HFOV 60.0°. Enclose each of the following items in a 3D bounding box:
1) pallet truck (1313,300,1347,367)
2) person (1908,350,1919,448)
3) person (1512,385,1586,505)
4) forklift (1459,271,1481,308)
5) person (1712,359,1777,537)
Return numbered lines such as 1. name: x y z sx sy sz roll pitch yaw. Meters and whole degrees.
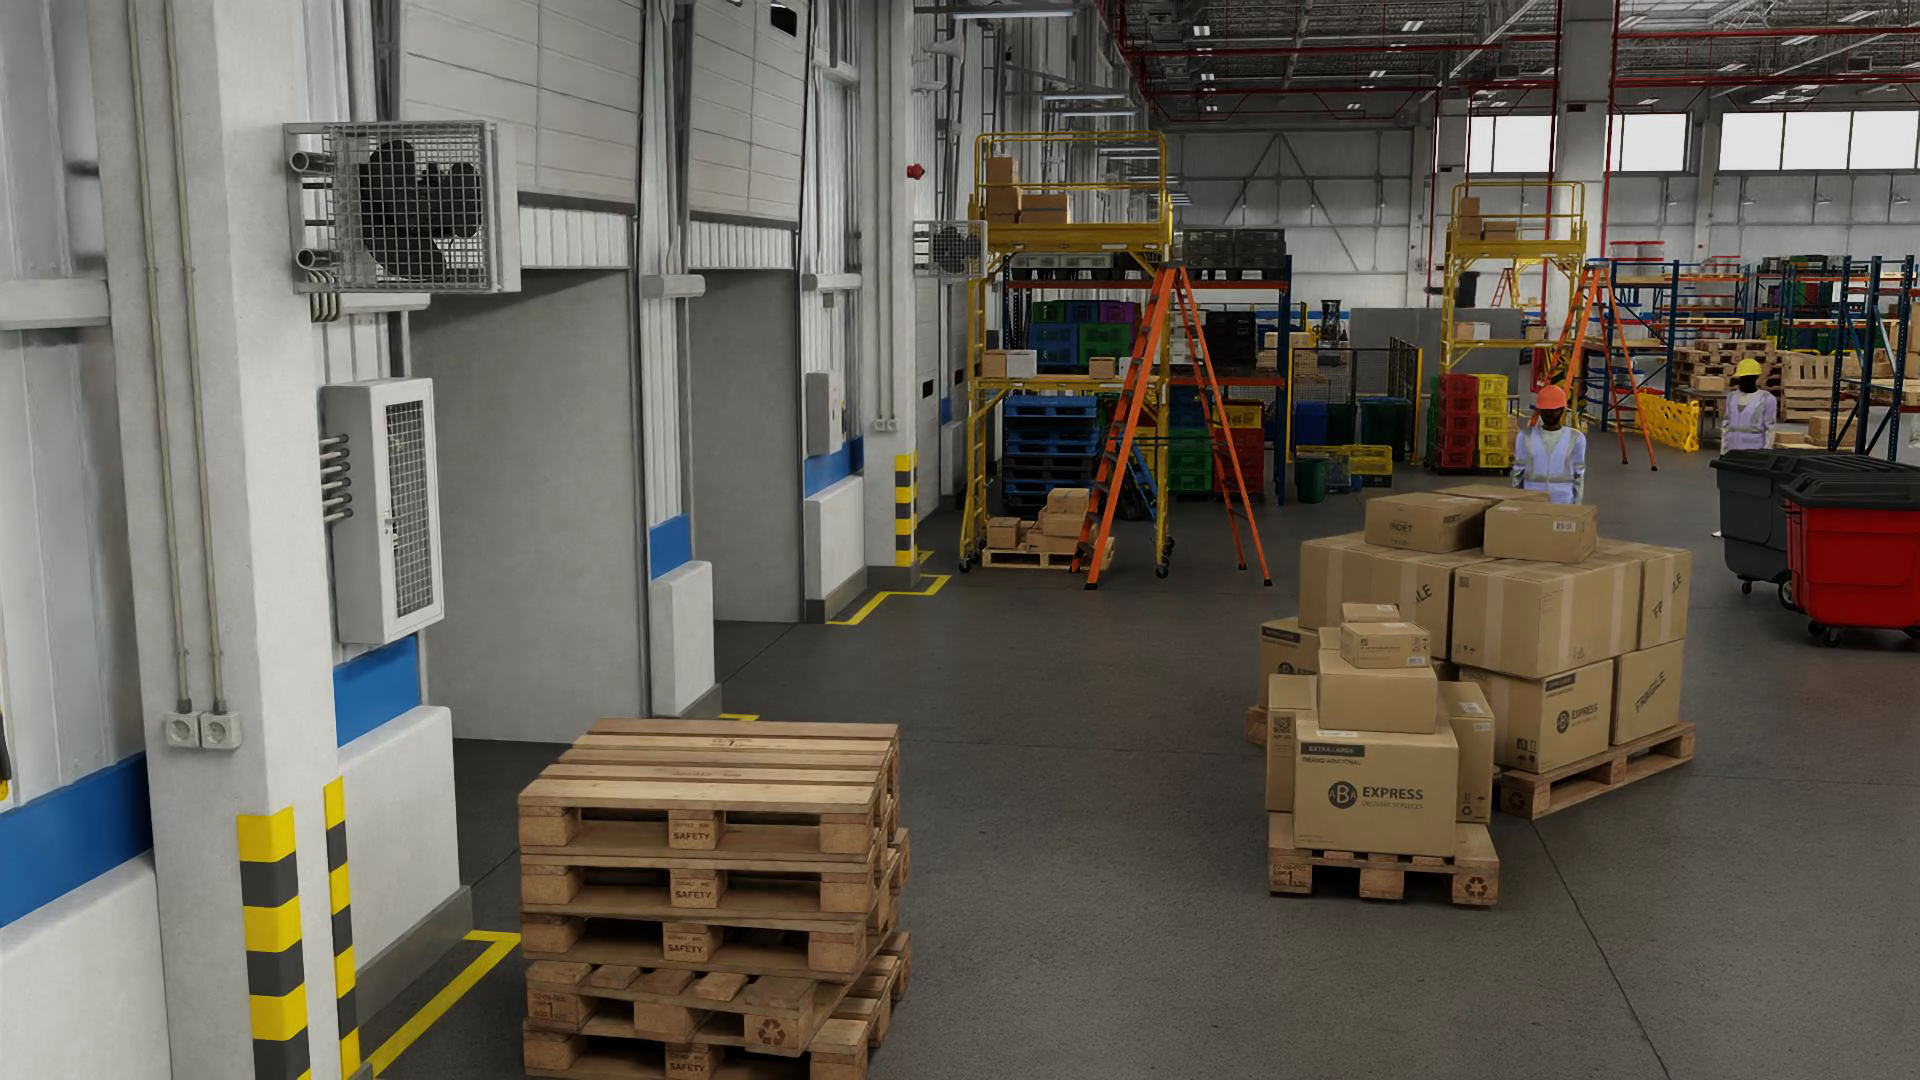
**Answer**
1. pallet truck: 11.159 -6.200 49.718 0.823 1.965 1.885 4 10 26
2. person: 15.511 -2.342 26.740 0.323 1.736 0.488 4 10 25
3. person: 4.725 -0.281 13.397 0.552 1.935 0.360 4 10 22
4. forklift: 12.710 -5.341 41.705 1.873 2.768 1.129 1 9 9
5. person: 8.276 -0.949 17.551 0.382 1.924 0.594 -5 10 -29
